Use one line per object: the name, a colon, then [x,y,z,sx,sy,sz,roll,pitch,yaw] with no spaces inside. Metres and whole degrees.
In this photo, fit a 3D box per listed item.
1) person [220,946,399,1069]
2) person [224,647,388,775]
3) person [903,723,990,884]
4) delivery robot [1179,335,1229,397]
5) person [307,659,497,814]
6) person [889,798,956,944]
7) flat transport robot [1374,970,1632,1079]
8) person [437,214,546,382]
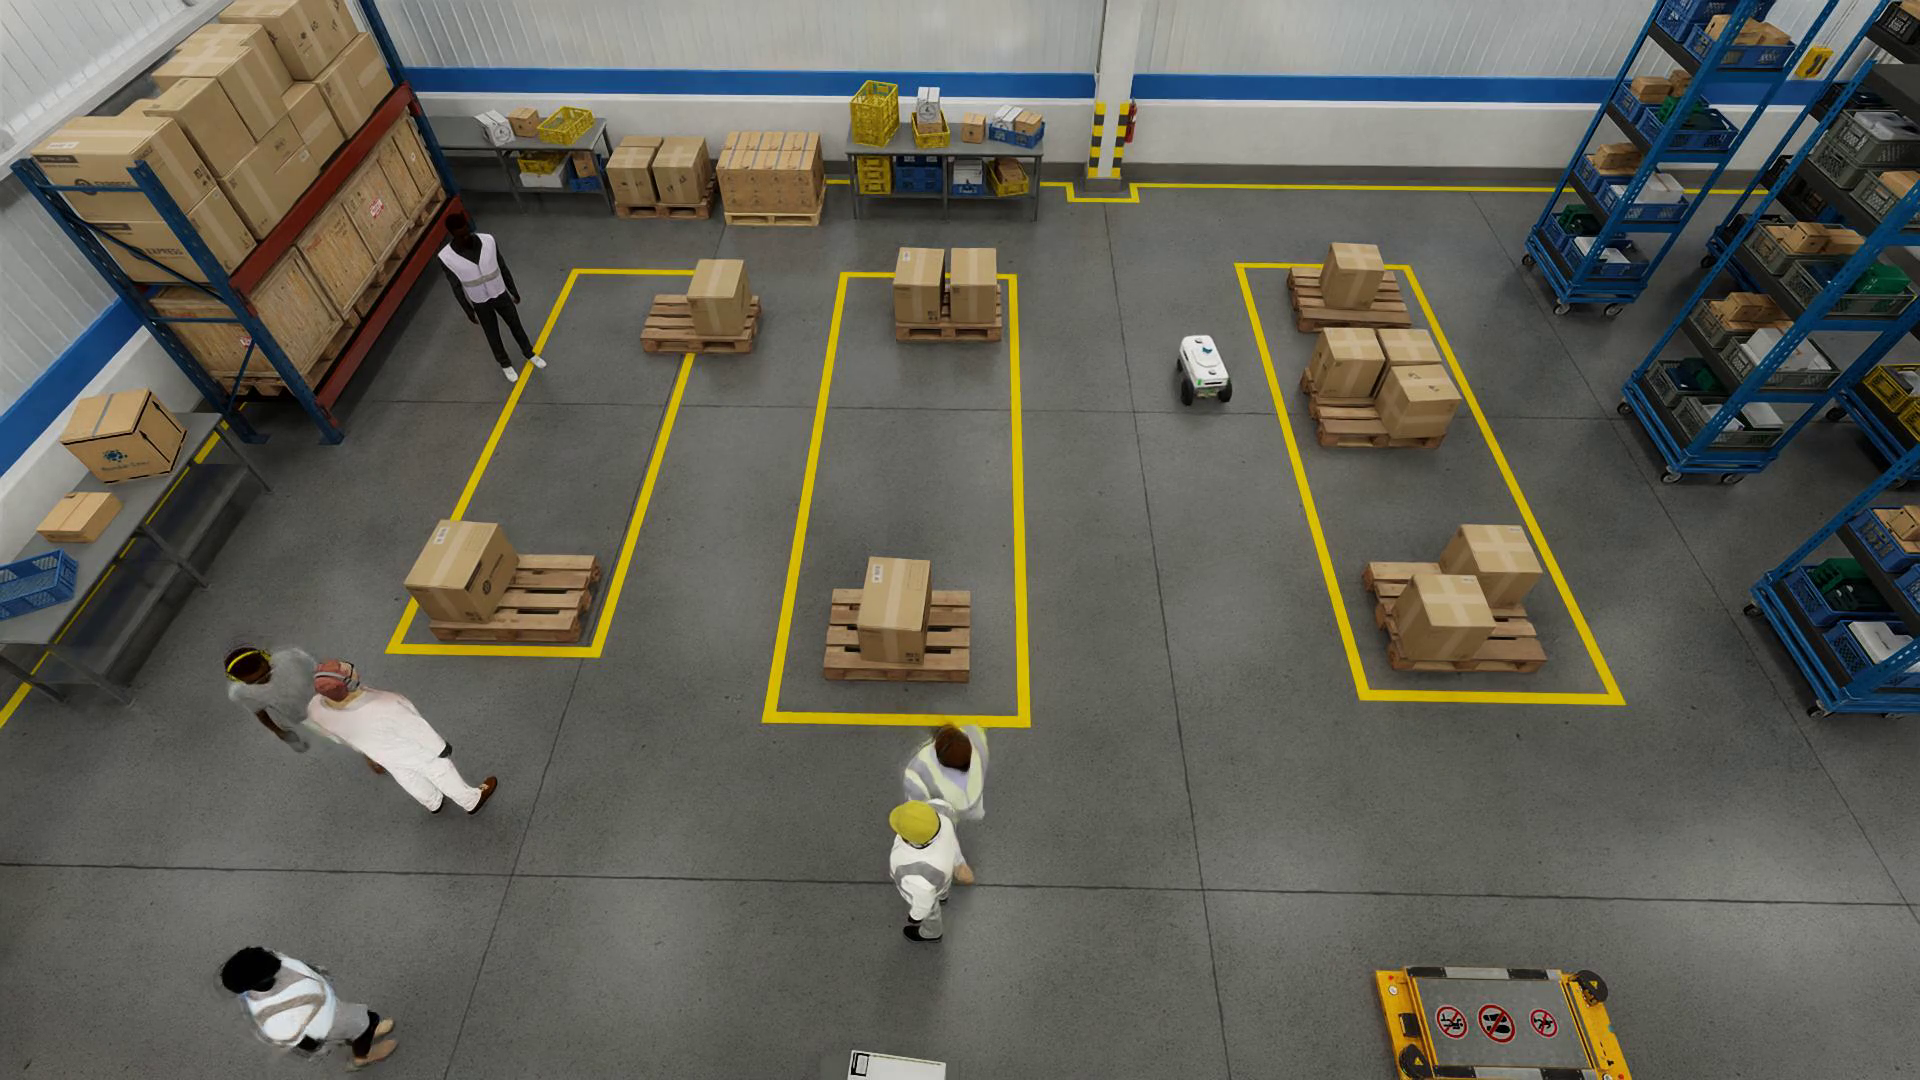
person: [-3.759,2.721,5.339,0.376,1.676,0.548,-36,59,-26]
person: [-4.543,1.211,6.475,0.546,1.833,0.490,-31,57,-23]
person: [-0.071,1.690,6.097,0.651,1.825,0.573,-29,57,-22]
delivery robot: [2.593,-1.878,9.759,0.477,0.478,0.707,-5,51,-4]
person: [-3.837,1.374,6.298,0.642,1.913,0.409,3,51,3]
person: [-0.233,2.085,5.767,0.404,1.830,0.603,9,51,7]
flat transport robot: [3.501,3.133,5.914,1.431,0.197,0.652,1,51,1]
person: [-4.871,-2.513,9.468,0.378,1.910,0.592,38,60,26]
